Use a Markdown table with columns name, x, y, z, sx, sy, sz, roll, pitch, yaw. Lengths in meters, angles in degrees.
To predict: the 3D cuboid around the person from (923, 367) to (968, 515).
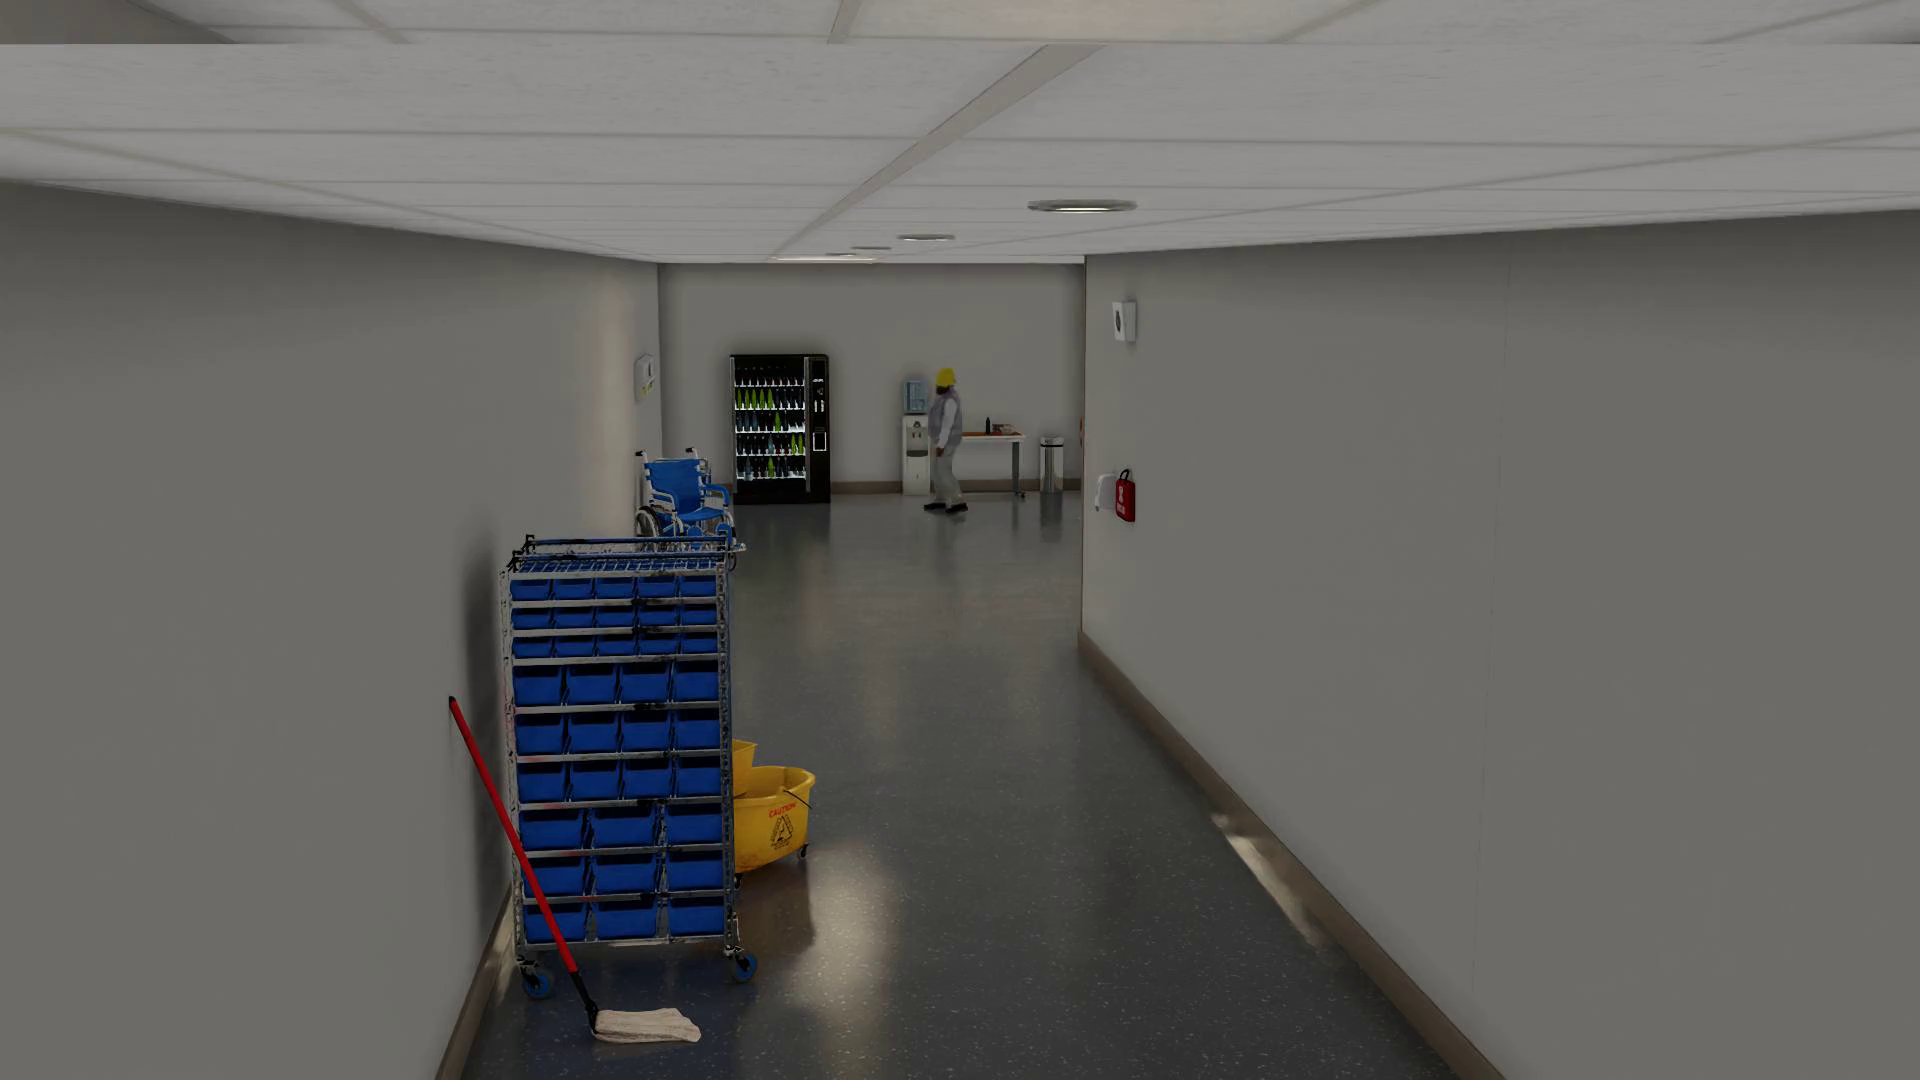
| name | x | y | z | sx | sy | sz | roll | pitch | yaw |
| --- | --- | --- | --- | --- | --- | --- | --- | --- | --- |
| person | -0.163 | -1.203 | 20.065 | 0.466 | 1.783 | 0.646 | -1 | 9 | -6 |
